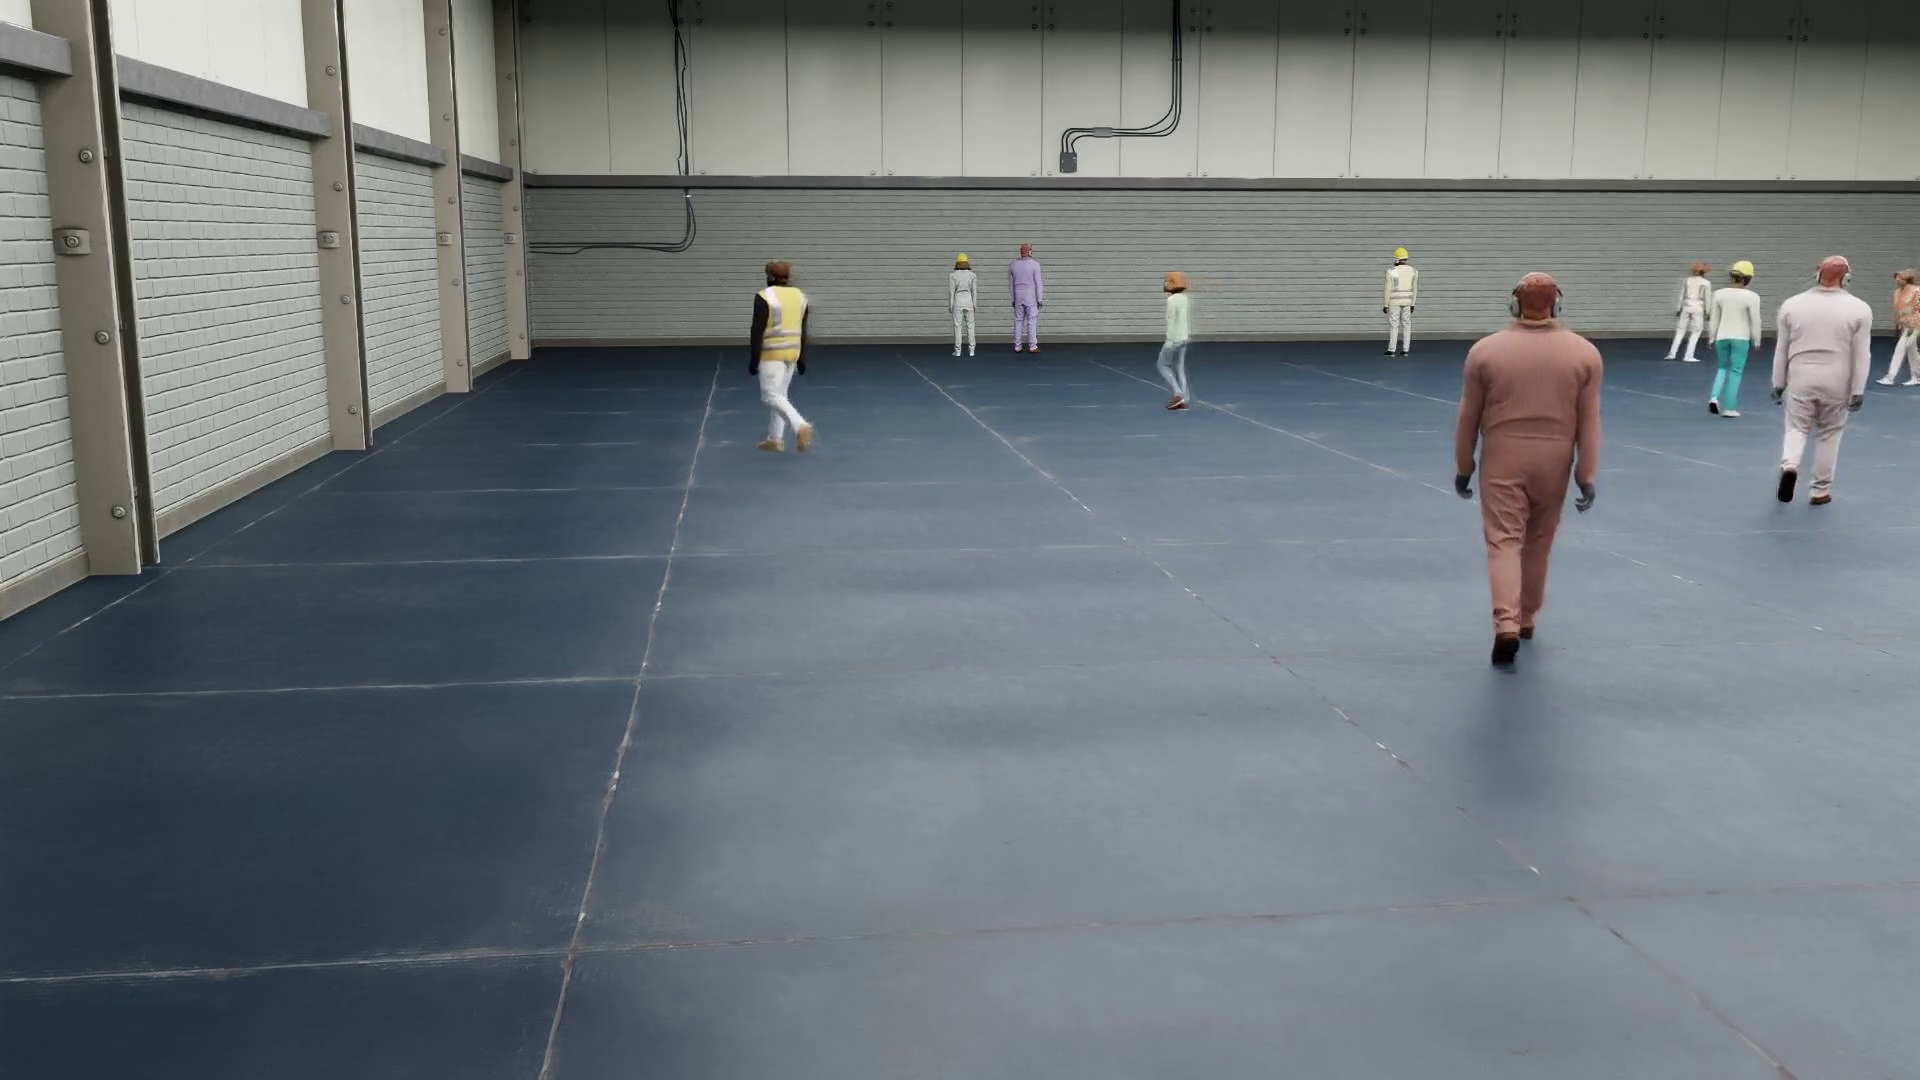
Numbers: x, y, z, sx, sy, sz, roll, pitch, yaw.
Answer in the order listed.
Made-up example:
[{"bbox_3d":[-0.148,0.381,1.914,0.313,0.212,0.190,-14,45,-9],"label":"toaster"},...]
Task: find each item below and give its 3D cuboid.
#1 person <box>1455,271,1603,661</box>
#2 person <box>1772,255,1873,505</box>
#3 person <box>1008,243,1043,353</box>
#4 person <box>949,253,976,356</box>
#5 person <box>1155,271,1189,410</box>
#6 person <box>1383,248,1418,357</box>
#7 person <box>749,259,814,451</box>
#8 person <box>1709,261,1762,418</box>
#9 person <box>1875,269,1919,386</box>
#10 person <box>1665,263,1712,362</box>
[{"bbox_3d":[2.746,-0.364,8.076,0.655,1.865,0.991,2,11,11],"label":"person"},{"bbox_3d":[6.425,-1.175,12.434,0.656,1.884,0.648,8,13,36],"label":"person"},{"bbox_3d":[1.168,-4.201,28.963,0.643,1.912,0.410,6,12,31],"label":"person"},{"bbox_3d":[0.038,-4.008,28.368,0.487,1.741,0.314,-2,11,-13],"label":"person"},{"bbox_3d":[2.500,-2.312,19.400,0.373,1.618,0.522,6,12,29],"label":"person"},{"bbox_3d":[7.442,-4.022,28.181,0.591,1.837,0.403,-3,11,-14],"label":"person"},{"bbox_3d":[-1.644,-1.703,15.516,0.760,1.825,0.618,8,13,37],"label":"person"},{"bbox_3d":[8.690,-2.242,18.631,0.363,1.751,0.557,-8,13,-37],"label":"person"},{"bbox_3d":[12.770,-2.858,22.500,0.876,1.571,0.524,-1,10,-3],"label":"person"},{"bbox_3d":[11.865,-3.699,27.044,0.381,1.606,0.674,-6,12,-31],"label":"person"}]
